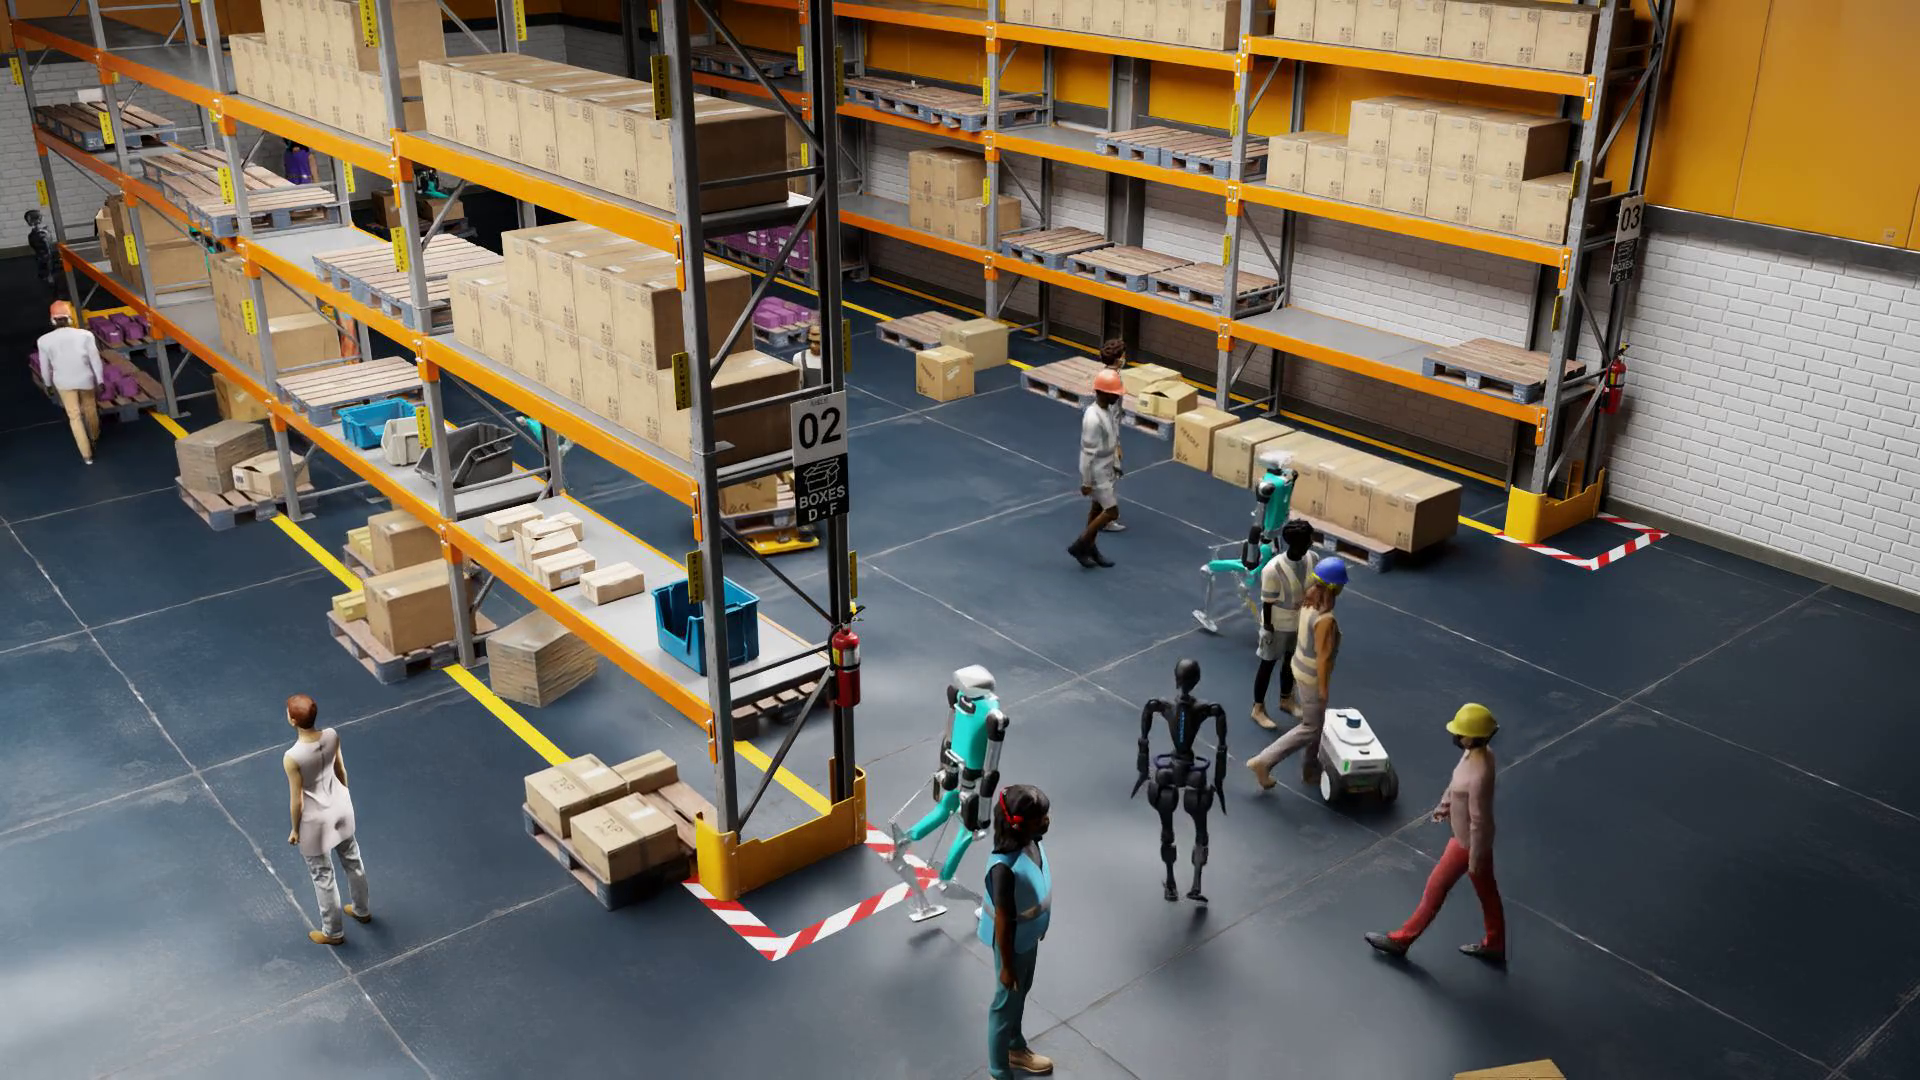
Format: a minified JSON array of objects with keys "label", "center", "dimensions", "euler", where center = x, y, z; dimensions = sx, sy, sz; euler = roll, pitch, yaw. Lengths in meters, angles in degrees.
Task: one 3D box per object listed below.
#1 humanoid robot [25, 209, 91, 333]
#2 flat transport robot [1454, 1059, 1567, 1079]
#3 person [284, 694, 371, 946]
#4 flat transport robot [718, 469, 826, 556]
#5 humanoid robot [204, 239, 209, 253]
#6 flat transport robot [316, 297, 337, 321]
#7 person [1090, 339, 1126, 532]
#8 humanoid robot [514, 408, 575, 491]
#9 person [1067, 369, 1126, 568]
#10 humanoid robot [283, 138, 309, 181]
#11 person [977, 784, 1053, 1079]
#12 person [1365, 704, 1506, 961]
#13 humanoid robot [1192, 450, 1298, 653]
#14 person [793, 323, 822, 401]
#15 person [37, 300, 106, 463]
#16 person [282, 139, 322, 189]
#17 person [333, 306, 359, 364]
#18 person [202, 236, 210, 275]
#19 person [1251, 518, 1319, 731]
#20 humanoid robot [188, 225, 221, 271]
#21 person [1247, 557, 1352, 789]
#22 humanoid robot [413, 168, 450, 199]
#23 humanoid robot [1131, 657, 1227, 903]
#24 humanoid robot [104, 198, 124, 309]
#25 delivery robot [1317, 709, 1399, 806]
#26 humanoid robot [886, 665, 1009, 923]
[{"label":"humanoid robot","center":[-12.192,-3.632,22.332],"dimensions":[0.770,1.635,0.610],"euler":[-19,30,-38]},{"label":"flat transport robot","center":[2.396,3.469,7.609],"dimensions":[0.659,0.231,1.431],"euler":[-5,24,-11]},{"label":"person","center":[-3.846,1.668,10.022],"dimensions":[0.285,1.661,0.439],"euler":[11,26,24]},{"label":"flat transport robot","center":[-1.914,-0.218,16.149],"dimensions":[0.659,0.231,1.431],"euler":[-10,25,-21]},{"label":"humanoid robot","center":[-11.405,-4.808,24.997],"dimensions":[0.585,1.644,0.335],"euler":[11,26,24]},{"label":"flat transport robot","center":[-9.173,-3.242,23.150],"dimensions":[1.431,0.231,0.659],"euler":[4,24,10]},{"label":"person","center":[1.396,-0.999,15.913],"dimensions":[0.410,1.893,0.545],"euler":[-5,24,-11]},{"label":"humanoid robot","center":[-4.214,-1.292,16.928],"dimensions":[0.721,1.901,0.543],"euler":[9,25,20]},{"label":"person","center":[1.286,-0.633,15.039],"dimensions":[0.412,1.916,0.537],"euler":[5,24,12]},{"label":"humanoid robot","center":[-11.169,-5.916,27.523],"dimensions":[0.534,1.766,0.978],"euler":[13,27,28]},{"label":"person","center":[0.302,2.105,8.749],"dimensions":[0.390,1.871,0.530],"euler":[8,25,18]},{"label":"person","center":[2.903,1.724,9.818],"dimensions":[0.886,1.724,0.539],"euler":[8,25,17]},{"label":"humanoid robot","center":[2.294,0.051,13.738],"dimensions":[1.018,1.777,0.531],"euler":[17,29,35]},{"label":"person","center":[-1.406,-1.280,16.621],"dimensions":[0.509,1.842,0.326],"euler":[-1,23,-3]},{"label":"person","center":[-9.509,-1.736,17.837],"dimensions":[0.588,1.705,0.865],"euler":[-13,26,-27]},{"label":"person","center":[-10.423,-5.564,26.460],"dimensions":[0.569,1.916,0.436],"euler":[3,24,6]},{"label":"person","center":[-7.373,-2.722,20.067],"dimensions":[0.321,1.762,0.494],"euler":[4,24,8]},{"label":"person","center":[-10.877,-4.262,23.477],"dimensions":[0.710,1.884,0.670],"euler":[12,26,25]},{"label":"person","center":[2.444,0.613,12.432],"dimensions":[0.531,1.690,0.322],"euler":[-15,27,-30]},{"label":"humanoid robot","center":[-10.318,-3.968,22.991],"dimensions":[0.745,1.783,0.531],"euler":[10,25,22]},{"label":"person","center":[2.375,0.943,11.581],"dimensions":[0.609,1.758,0.510],"euler":[0,23,-1]},{"label":"humanoid robot","center":[-8.580,-5.845,27.406],"dimensions":[1.047,1.770,0.553],"euler":[7,24,15]},{"label":"humanoid robot","center":[1.363,1.528,10.347],"dimensions":[0.596,1.642,0.468],"euler":[3,24,7]},{"label":"humanoid robot","center":[-11.574,-3.991,23.196],"dimensions":[0.801,1.619,0.590],"euler":[-15,27,-30]},{"label":"delivery robot","center":[2.770,1.512,11.780],"dimensions":[0.499,0.593,0.789],"euler":[-2,23,-5]},{"label":"humanoid robot","center":[-0.103,1.633,10.020],"dimensions":[0.902,1.771,0.538],"euler":[-14,27,-30]}]
